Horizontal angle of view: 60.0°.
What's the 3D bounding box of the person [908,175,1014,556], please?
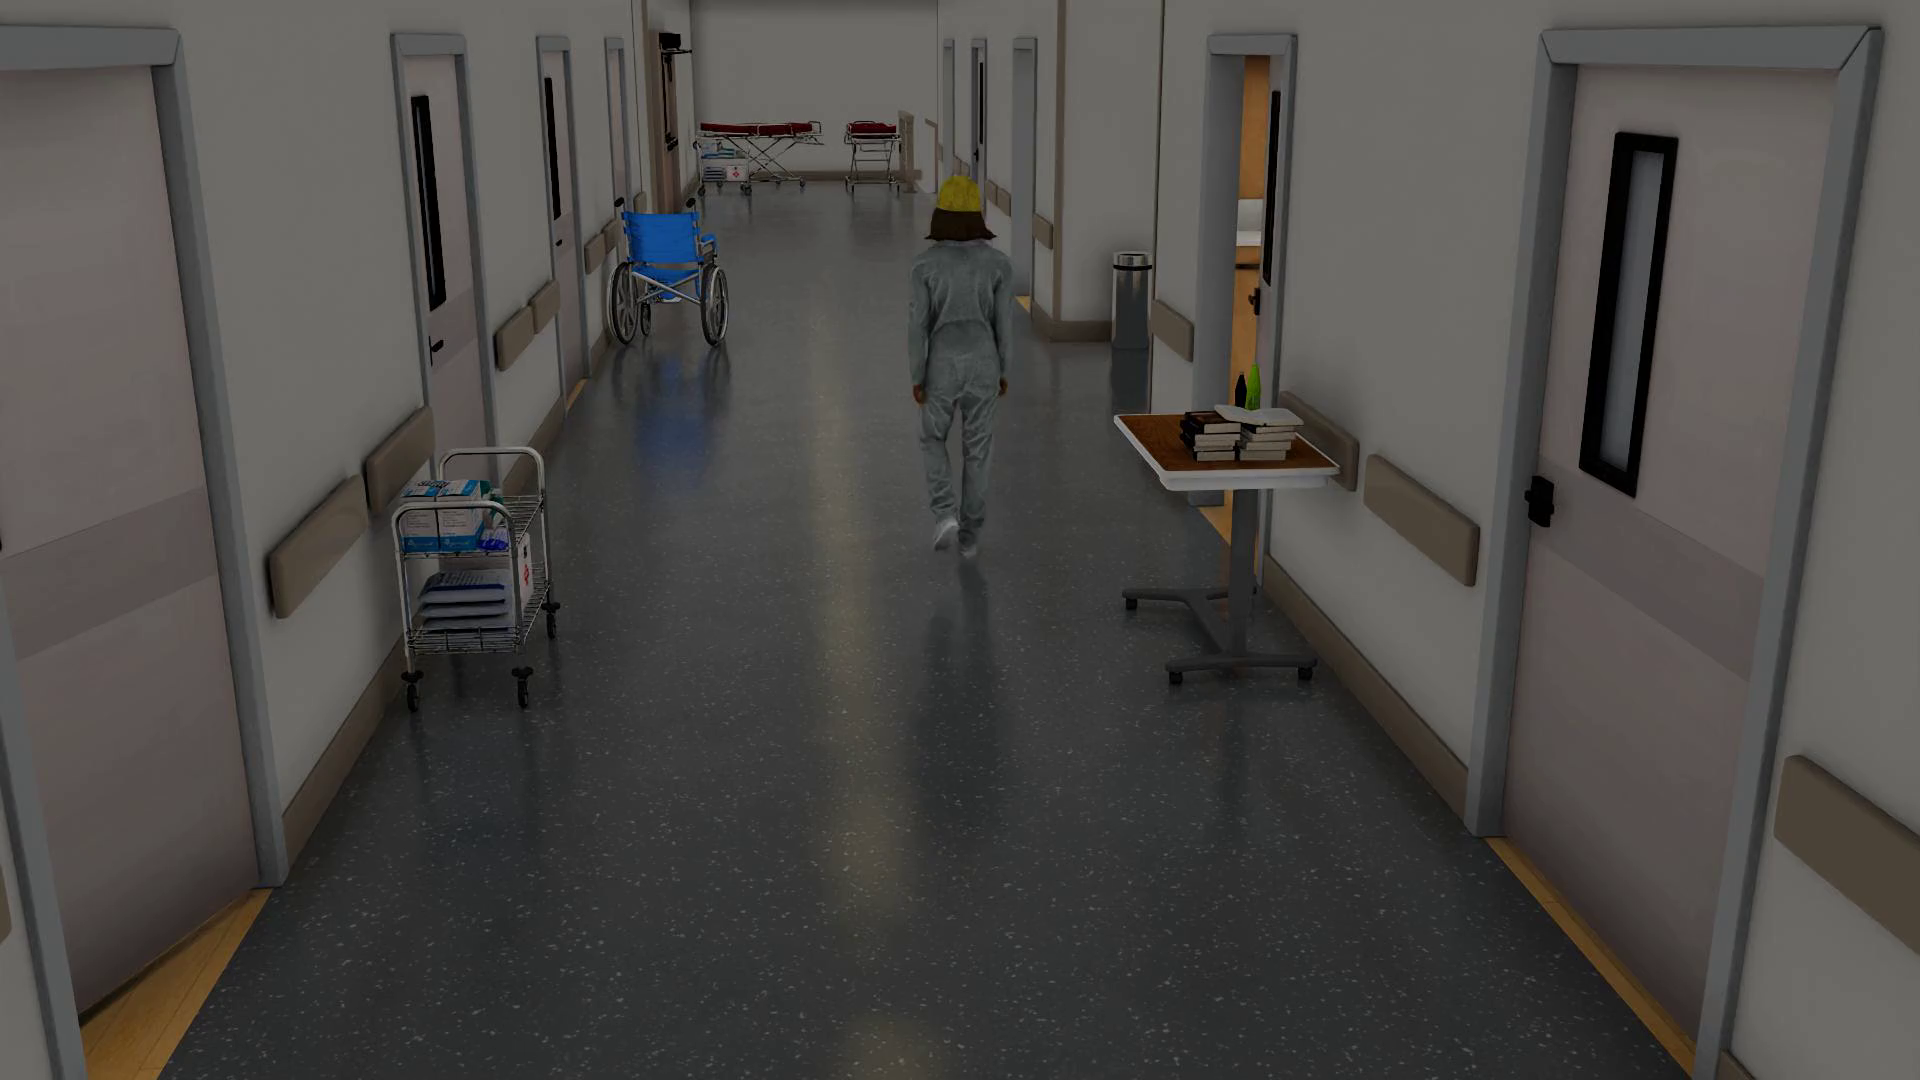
[{"bbox_3d":[0.007,-0.763,7.522,0.483,1.733,0.405,-2,17,-6],"label":"person"}]
